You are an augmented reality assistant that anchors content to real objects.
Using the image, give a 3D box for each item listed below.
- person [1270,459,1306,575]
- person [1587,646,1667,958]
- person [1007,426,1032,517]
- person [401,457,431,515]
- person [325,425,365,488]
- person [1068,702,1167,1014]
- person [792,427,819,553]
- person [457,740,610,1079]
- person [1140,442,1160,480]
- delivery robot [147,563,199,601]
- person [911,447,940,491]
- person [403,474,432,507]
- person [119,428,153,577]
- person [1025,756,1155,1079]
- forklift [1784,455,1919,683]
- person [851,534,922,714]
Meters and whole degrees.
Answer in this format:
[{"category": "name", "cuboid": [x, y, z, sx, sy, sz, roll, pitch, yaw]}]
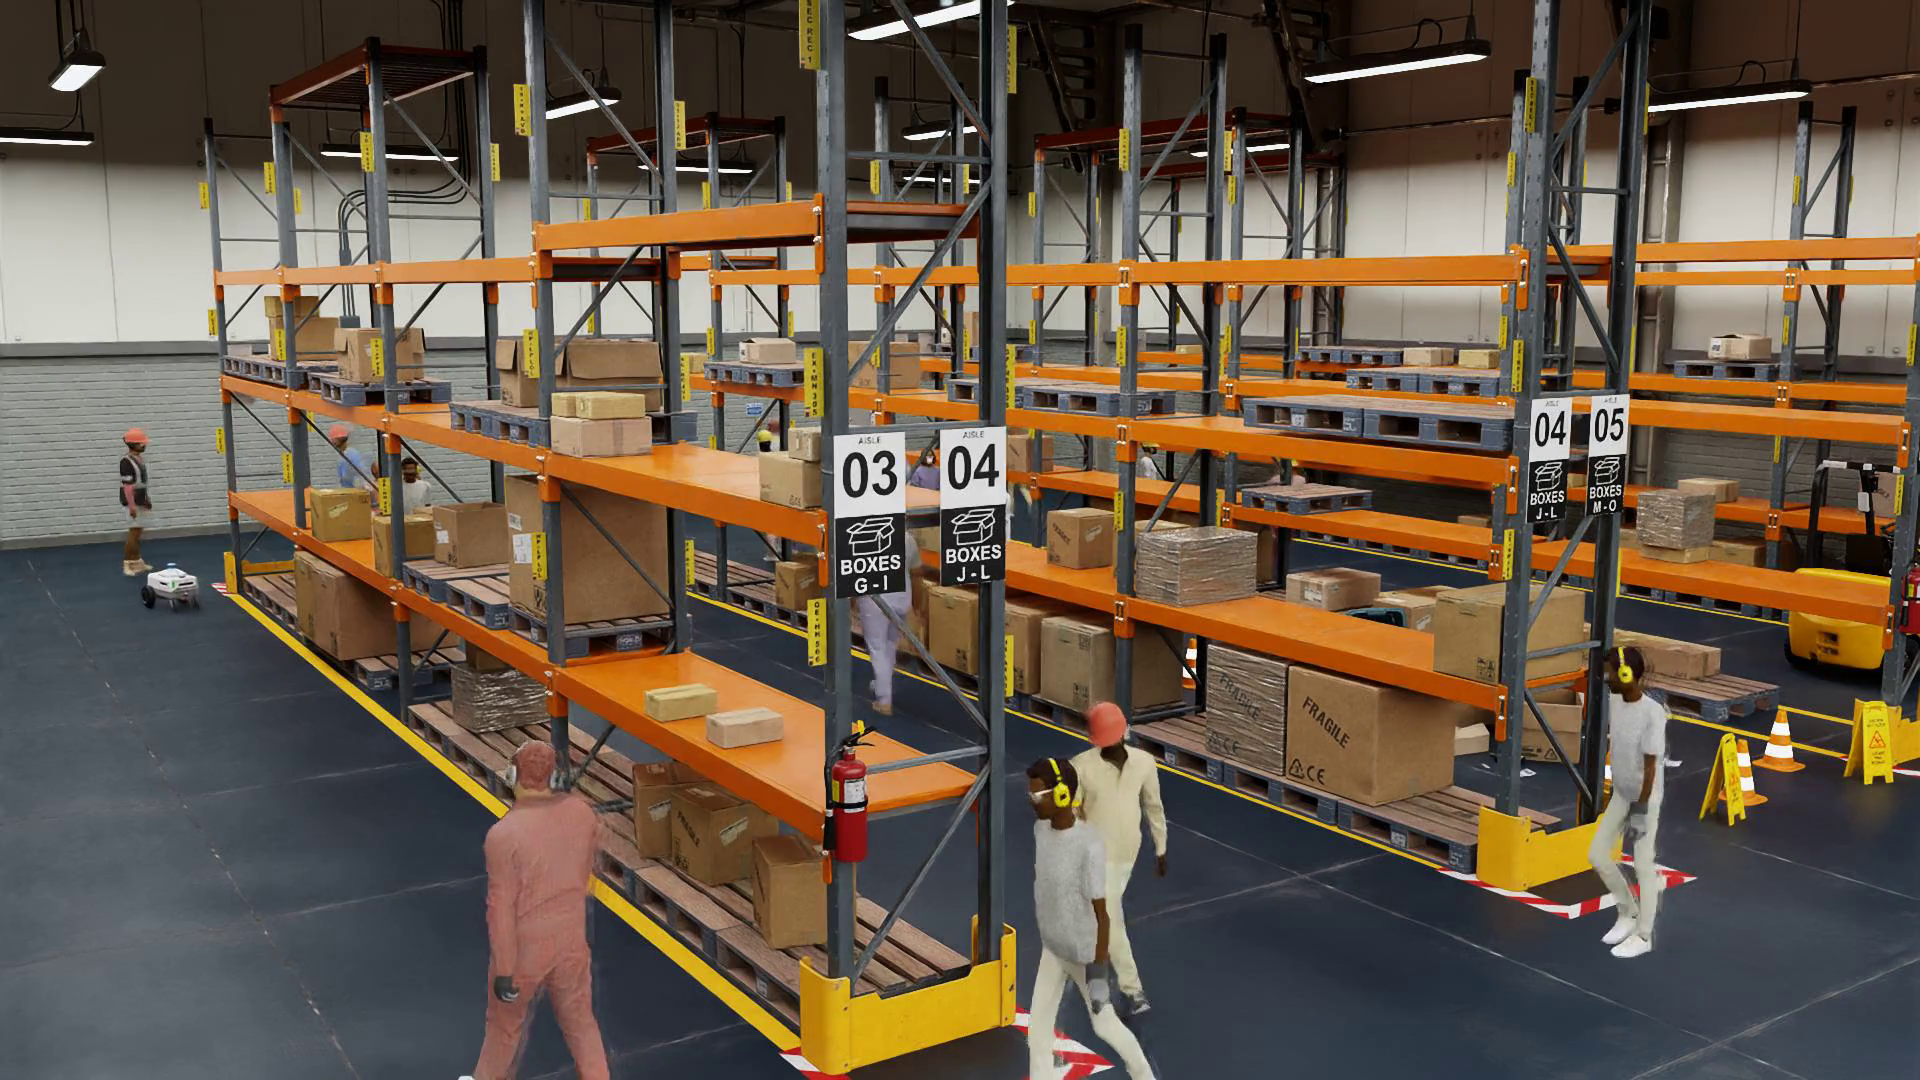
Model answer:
[{"category": "person", "cuboid": [4.452, -0.296, 22.359, 0.531, 1.723, 0.881, -2, 9, -15]}, {"category": "person", "cuboid": [3.921, 1.542, 9.732, 0.439, 1.845, 0.554, -3, 9, -18]}, {"category": "person", "cuboid": [0.997, -1.179, 28.603, 0.508, 1.613, 0.644, -5, 10, -29]}, {"category": "person", "cuboid": [-6.805, -0.112, 20.678, 0.535, 1.868, 0.309, -3, 9, -21]}, {"category": "person", "cuboid": [-8.750, -0.643, 23.828, 0.698, 1.998, 0.604, -8, 12, -44]}, {"category": "person", "cuboid": [0.873, 1.711, 9.124, 0.596, 1.676, 0.906, -4, 9, -25]}, {"category": "person", "cuboid": [-2.353, -0.720, 24.614, 0.600, 1.904, 0.711, -6, 10, -33]}, {"category": "person", "cuboid": [-1.945, 1.849, 7.719, 1.027, 1.848, 0.655, 6, 10, 35]}, {"category": "person", "cuboid": [2.799, -0.670, 24.736, 0.312, 1.768, 0.522, 1, 9, 4]}, {"category": "delivery robot", "cuboid": [-9.681, 0.529, 20.452, 0.707, 0.478, 0.477, 7, 11, 39]}, {"category": "person", "cuboid": [-0.481, -0.542, 24.324, 0.497, 1.633, 0.283, -5, 10, -31]}, {"category": "person", "cuboid": [-7.075, -0.124, 21.535, 0.499, 1.634, 0.280, -4, 9, -24]}, {"category": "person", "cuboid": [-11.294, -0.521, 22.880, 0.435, 2.037, 0.722, -2, 9, -11]}, {"category": "person", "cuboid": [0.568, 1.878, 7.618, 0.944, 1.820, 0.584, -6, 11, -37]}, {"category": "forklift", "cuboid": [9.643, 0.253, 17.172, 2.313, 2.155, 1.214, -6, 10, -33]}, {"category": "person", "cuboid": [-0.786, 0.560, 15.634, 0.711, 2.000, 0.927, -5, 10, -30]}]
